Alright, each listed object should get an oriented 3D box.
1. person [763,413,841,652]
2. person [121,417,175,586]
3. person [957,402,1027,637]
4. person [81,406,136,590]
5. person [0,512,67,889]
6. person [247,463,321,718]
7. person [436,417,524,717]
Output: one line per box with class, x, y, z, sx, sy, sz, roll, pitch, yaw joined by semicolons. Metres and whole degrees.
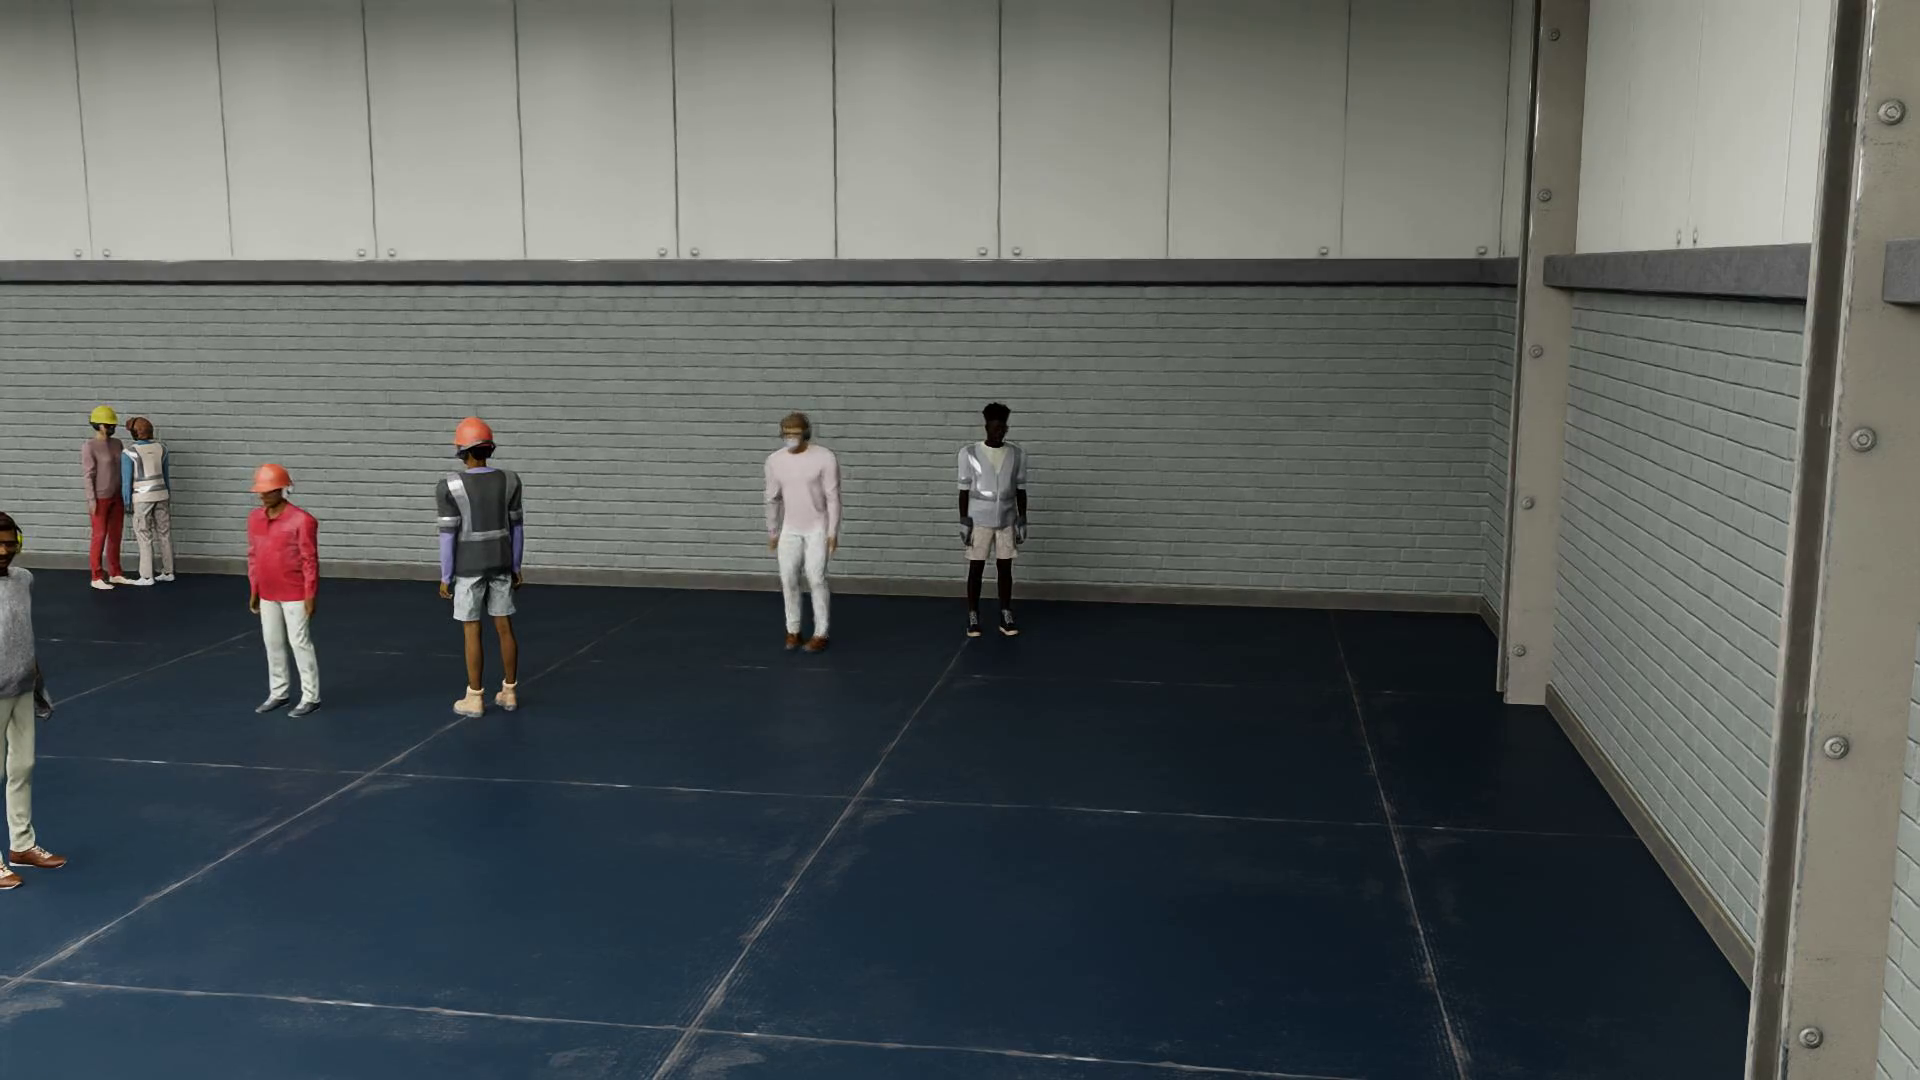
person;-1.262;-0.065;13.281;0.667;1.916;0.435;3;10;20
person;-7.845;-0.373;16.067;0.315;1.629;0.508;5;10;27
person;0.270;-0.170;13.799;0.609;1.958;0.375;-2;10;-15
person;-8.135;-0.405;15.888;0.350;1.758;0.526;2;9;11
person;-4.734;0.776;8.260;0.313;1.862;0.535;2;9;13
person;-4.623;0.339;11.327;0.573;1.744;0.349;4;10;22
person;-3.270;0.183;11.346;0.607;2.048;0.369;-8;12;-41
